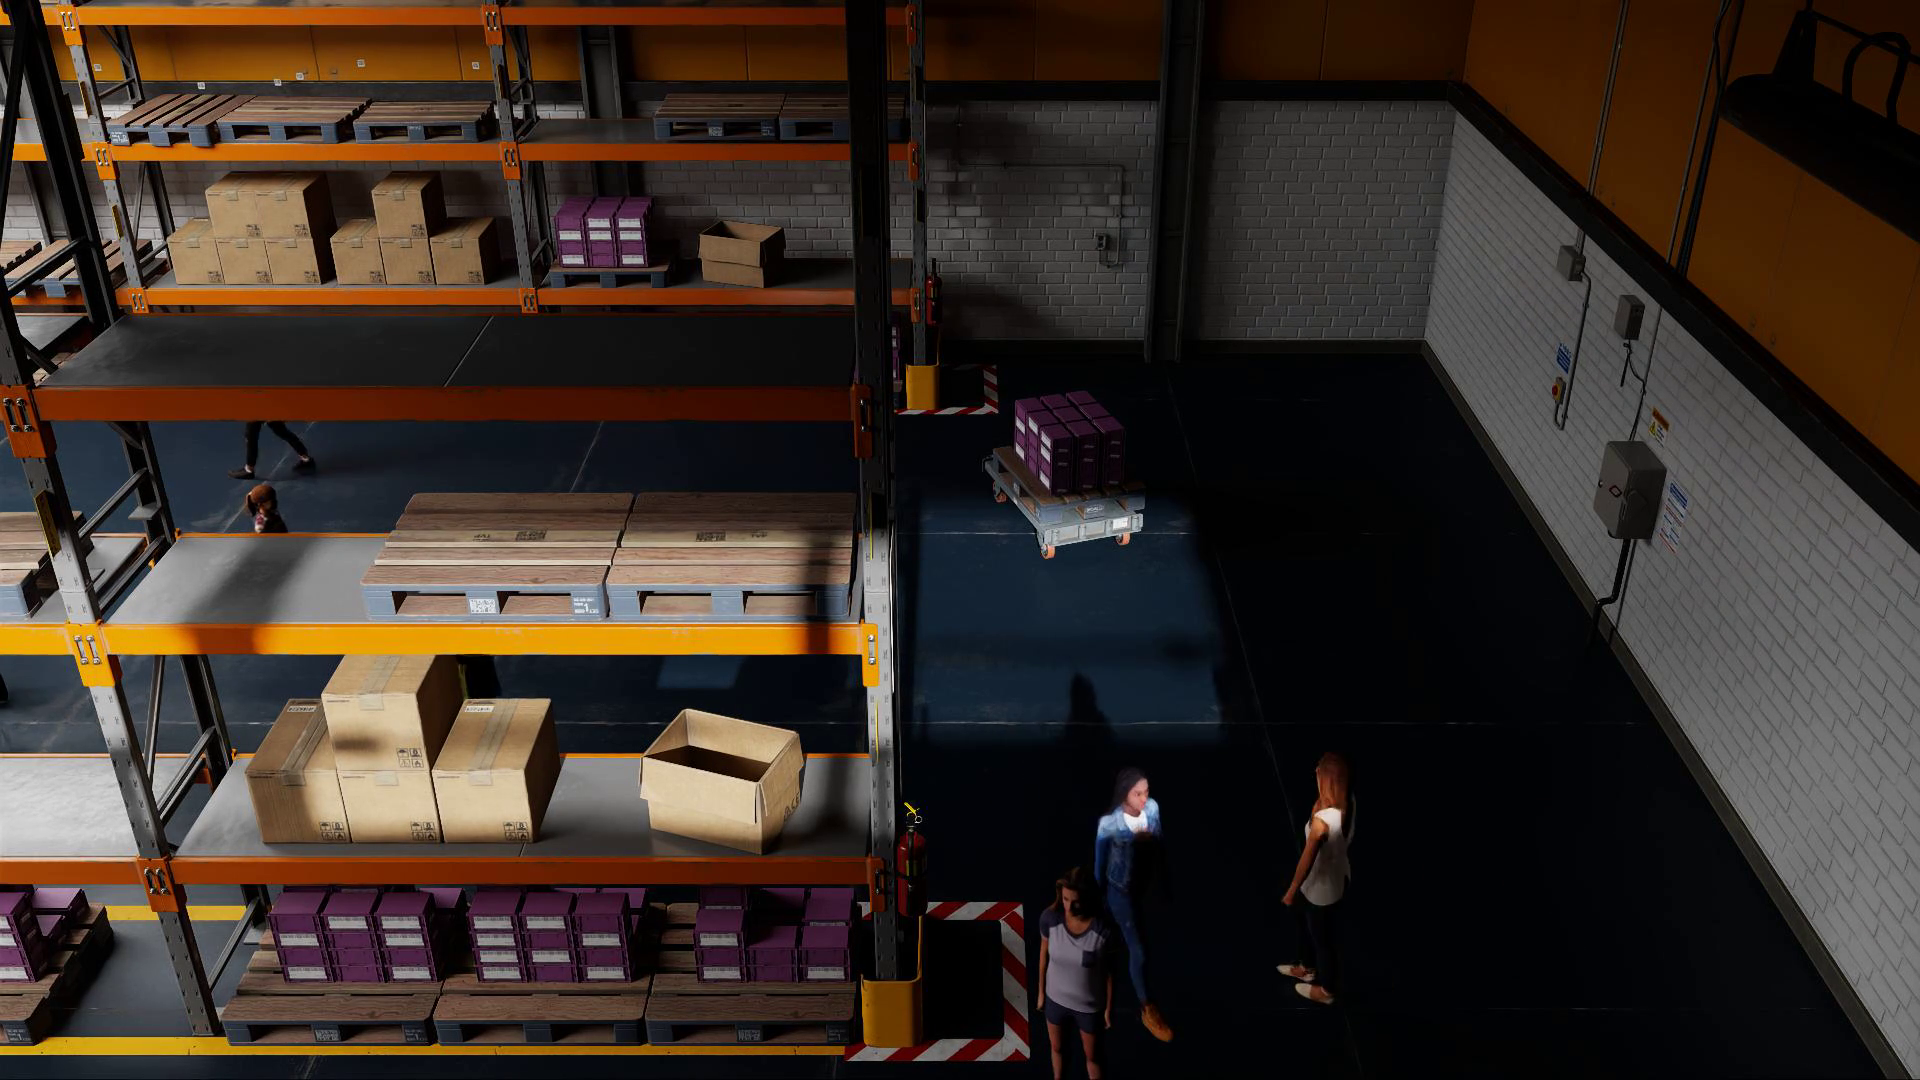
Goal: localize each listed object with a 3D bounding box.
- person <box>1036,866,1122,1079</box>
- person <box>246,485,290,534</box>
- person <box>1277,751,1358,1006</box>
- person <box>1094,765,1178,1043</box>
[{"bbox_3d":[0.626,2.406,8.797,0.606,1.726,0.734,11,31,20],"label":"person"},{"bbox_3d":[-5.516,0.135,13.401,0.504,1.305,0.520,-1,29,-2],"label":"person"},{"bbox_3d":[2.172,1.986,9.519,0.796,1.773,0.757,17,33,28],"label":"person"},{"bbox_3d":[0.900,1.986,9.635,1.185,1.662,1.190,-23,36,-35],"label":"person"}]
